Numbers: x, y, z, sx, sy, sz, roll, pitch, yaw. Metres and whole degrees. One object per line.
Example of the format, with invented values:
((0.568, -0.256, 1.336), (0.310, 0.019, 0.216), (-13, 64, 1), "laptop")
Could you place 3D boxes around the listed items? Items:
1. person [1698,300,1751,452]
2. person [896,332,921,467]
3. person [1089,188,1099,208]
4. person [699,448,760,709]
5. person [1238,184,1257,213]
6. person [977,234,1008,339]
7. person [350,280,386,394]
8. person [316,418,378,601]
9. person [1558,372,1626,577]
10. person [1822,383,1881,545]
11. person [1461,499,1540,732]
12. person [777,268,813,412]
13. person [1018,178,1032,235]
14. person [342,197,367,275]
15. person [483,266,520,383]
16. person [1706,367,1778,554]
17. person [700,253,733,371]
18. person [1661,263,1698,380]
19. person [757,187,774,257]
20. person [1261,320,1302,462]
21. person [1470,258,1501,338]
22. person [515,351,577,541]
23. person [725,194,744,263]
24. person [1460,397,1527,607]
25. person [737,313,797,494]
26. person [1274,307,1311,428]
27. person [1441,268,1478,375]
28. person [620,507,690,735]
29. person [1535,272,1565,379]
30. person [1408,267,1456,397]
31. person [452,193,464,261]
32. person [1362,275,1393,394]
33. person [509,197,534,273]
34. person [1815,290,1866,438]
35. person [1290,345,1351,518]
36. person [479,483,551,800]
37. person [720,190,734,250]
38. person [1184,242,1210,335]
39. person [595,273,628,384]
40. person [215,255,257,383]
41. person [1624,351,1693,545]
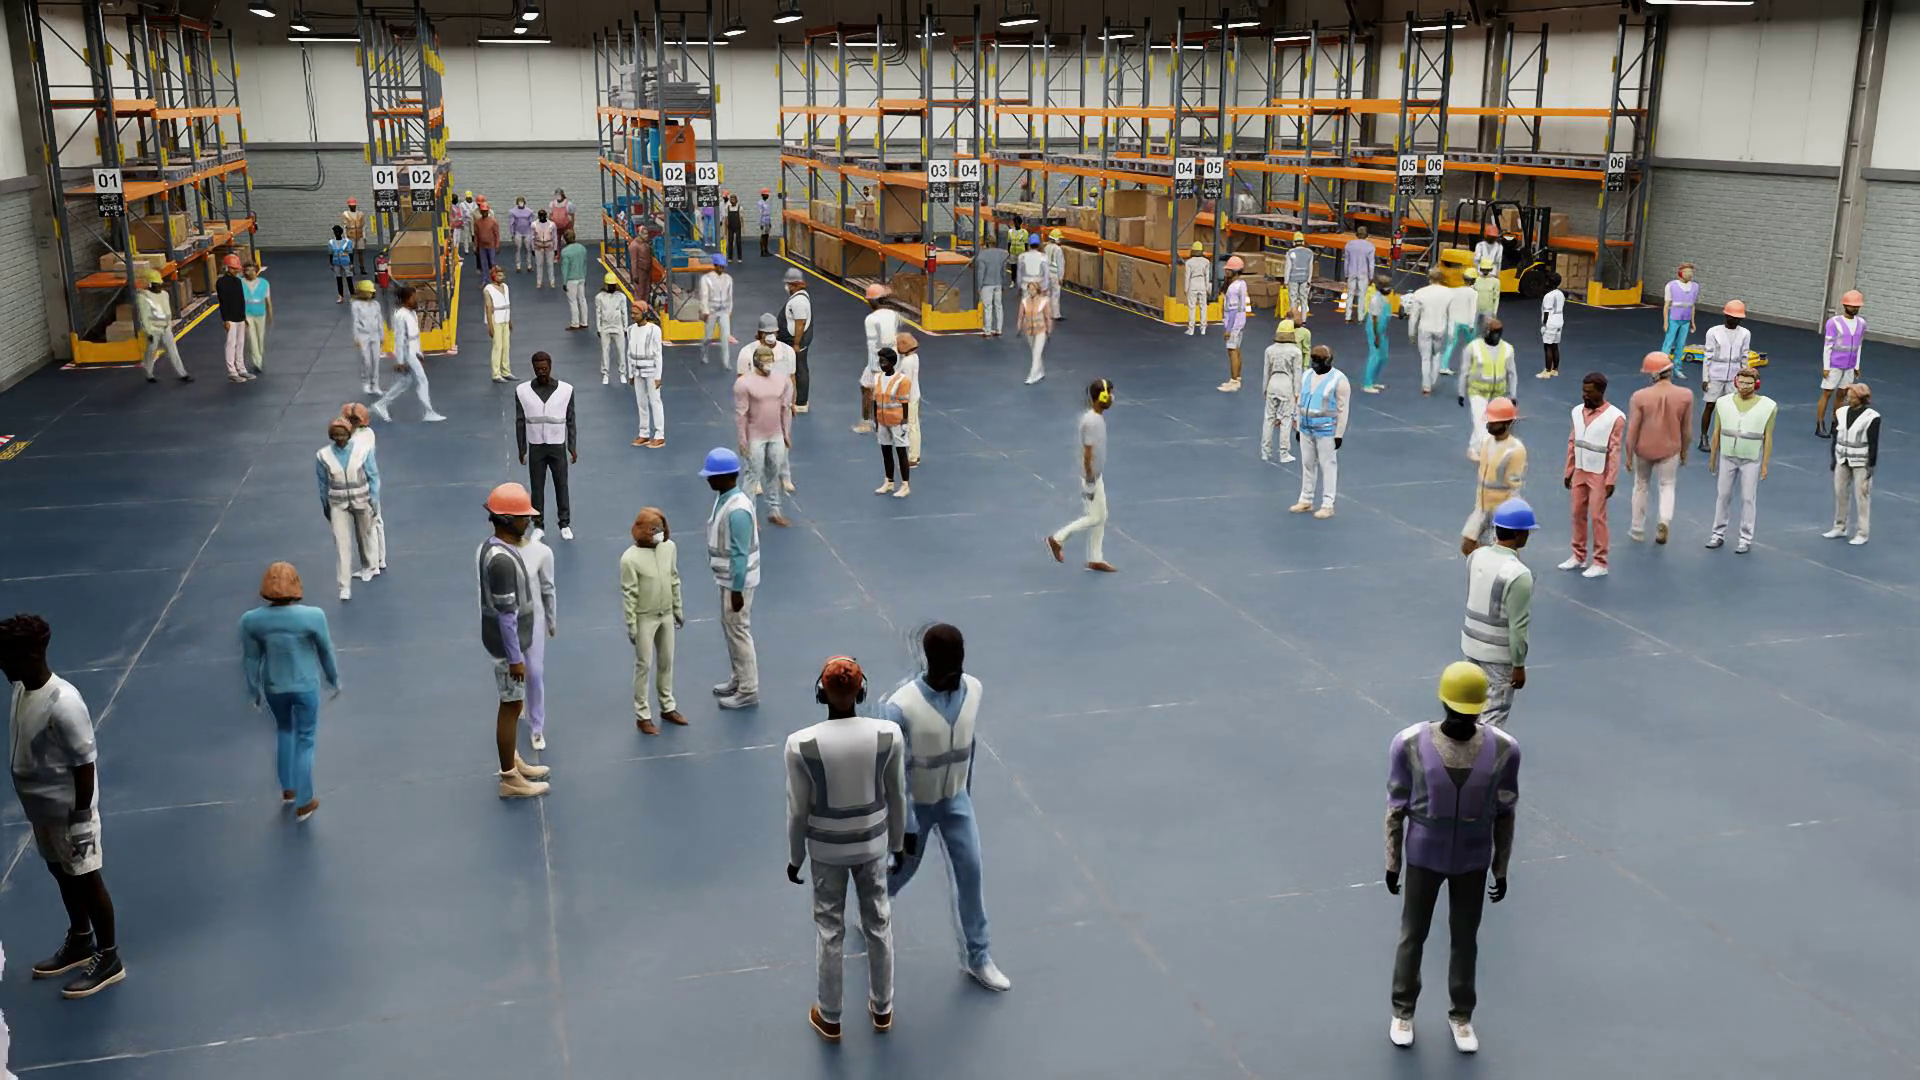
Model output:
((9.601, -2.048, 20.863), (0.543, 1.929, 0.387), (1, 15, 4), "person")
((-0.625, -1.690, 20.078), (0.279, 1.633, 0.498), (3, 15, 11), "person")
((4.045, -9.770, 50.274), (0.306, 1.741, 0.494), (0, 15, -1), "person")
((-1.663, 0.271, 12.125), (0.418, 1.937, 0.618), (-5, 16, -17), "person")
((8.489, -9.558, 49.192), (0.597, 1.903, 1.018), (-2, 15, -6), "person")
((0.581, -4.683, 30.755), (0.630, 1.940, 0.371), (-9, 18, -31), "person")
((-8.847, -3.031, 24.934), (0.362, 1.727, 0.514), (12, 19, 38), "person")
((-5.507, -0.326, 15.014), (0.512, 1.597, 0.841), (-5, 16, -17), "person")
((5.908, -0.622, 15.544), (0.401, 1.906, 0.598), (-7, 16, -25), "person")
((8.933, -0.764, 16.626), (0.345, 1.623, 0.523), (-6, 16, -22), "person")
((3.407, 0.691, 10.545), (0.426, 1.938, 0.604), (-4, 15, -14), "person")
((-2.360, -2.846, 23.648), (0.538, 2.000, 0.689), (0, 15, 0), "person")
((1.893, -9.910, 50.275), (0.798, 2.013, 0.605), (-8, 17, -29), "person")
((-15.267, -7.665, 41.977), (0.550, 1.937, 0.357), (-10, 18, -33), "person")
((-7.228, -3.372, 26.031), (0.393, 1.832, 0.574), (5, 16, 17), "person")
((7.654, -0.790, 16.314), (0.560, 1.837, 0.390), (12, 19, 37), "person")
((-4.034, -3.773, 27.381), (0.619, 1.915, 0.833), (-9, 17, -30), "person")
((11.370, -3.460, 26.324), (0.563, 1.850, 0.390), (-4, 15, -14), "person")
((-5.473, -8.935, 46.785), (0.380, 1.933, 0.545), (5, 16, 18), "person")
((3.953, -1.836, 20.454), (0.497, 1.732, 0.383), (12, 19, 38), "person")
((8.784, -3.857, 27.978), (0.525, 1.770, 0.307), (5, 16, 20), "person")
((-4.155, -0.948, 16.737), (0.594, 1.919, 0.387), (-3, 15, -12), "person")
((-6.093, -8.399, 44.921), (0.513, 1.842, 0.325), (0, 15, 0), "person")
((4.545, -0.274, 14.194), (0.458, 1.919, 0.586), (-5, 16, -19), "person")
((-2.123, -1.535, 18.712), (0.683, 2.000, 0.538), (-7, 16, -25), "person")
((4.472, -2.328, 22.477), (0.509, 1.631, 0.267), (9, 17, 30), "person")
((8.145, -3.523, 26.801), (0.903, 1.712, 0.542), (-8, 17, -27), "person")
((-2.143, 0.558, 11.639), (0.295, 1.623, 0.507), (11, 18, 36), "person")
((9.394, -3.401, 26.411), (0.322, 1.689, 0.530), (13, 20, 40), "person")
((7.025, -3.120, 24.900), (0.661, 1.919, 0.628), (0, 15, -1), "person")
((-13.834, -8.564, 45.575), (0.431, 1.838, 0.629), (1, 15, 2), "person")
((6.286, -3.086, 24.996), (0.472, 1.804, 0.537), (11, 18, 35), "person")
((-11.161, -7.791, 42.452), (0.628, 1.940, 0.373), (-6, 16, -22), "person")
((11.566, -2.299, 21.785), (0.546, 1.939, 0.375), (-3, 15, -9), "person")
((3.811, -1.156, 17.673), (0.429, 1.839, 0.634), (-11, 19, -37), "person")
((-2.825, 0.638, 10.557), (0.404, 2.035, 0.606), (-4, 16, -16), "person")
((-6.828, -9.372, 48.751), (0.563, 1.753, 0.335), (9, 17, 30), "person")
((4.458, -4.745, 31.363), (0.483, 1.745, 0.301), (-3, 15, -10), "person")
((-5.418, -3.296, 25.933), (0.486, 1.738, 0.320), (-3, 15, -11), "person")
((-11.391, -3.482, 26.145), (0.393, 1.985, 0.611), (2, 15, 7), "person")
((6.909, -0.899, 16.489), (0.638, 1.950, 0.748), (3, 15, 12), "person")
